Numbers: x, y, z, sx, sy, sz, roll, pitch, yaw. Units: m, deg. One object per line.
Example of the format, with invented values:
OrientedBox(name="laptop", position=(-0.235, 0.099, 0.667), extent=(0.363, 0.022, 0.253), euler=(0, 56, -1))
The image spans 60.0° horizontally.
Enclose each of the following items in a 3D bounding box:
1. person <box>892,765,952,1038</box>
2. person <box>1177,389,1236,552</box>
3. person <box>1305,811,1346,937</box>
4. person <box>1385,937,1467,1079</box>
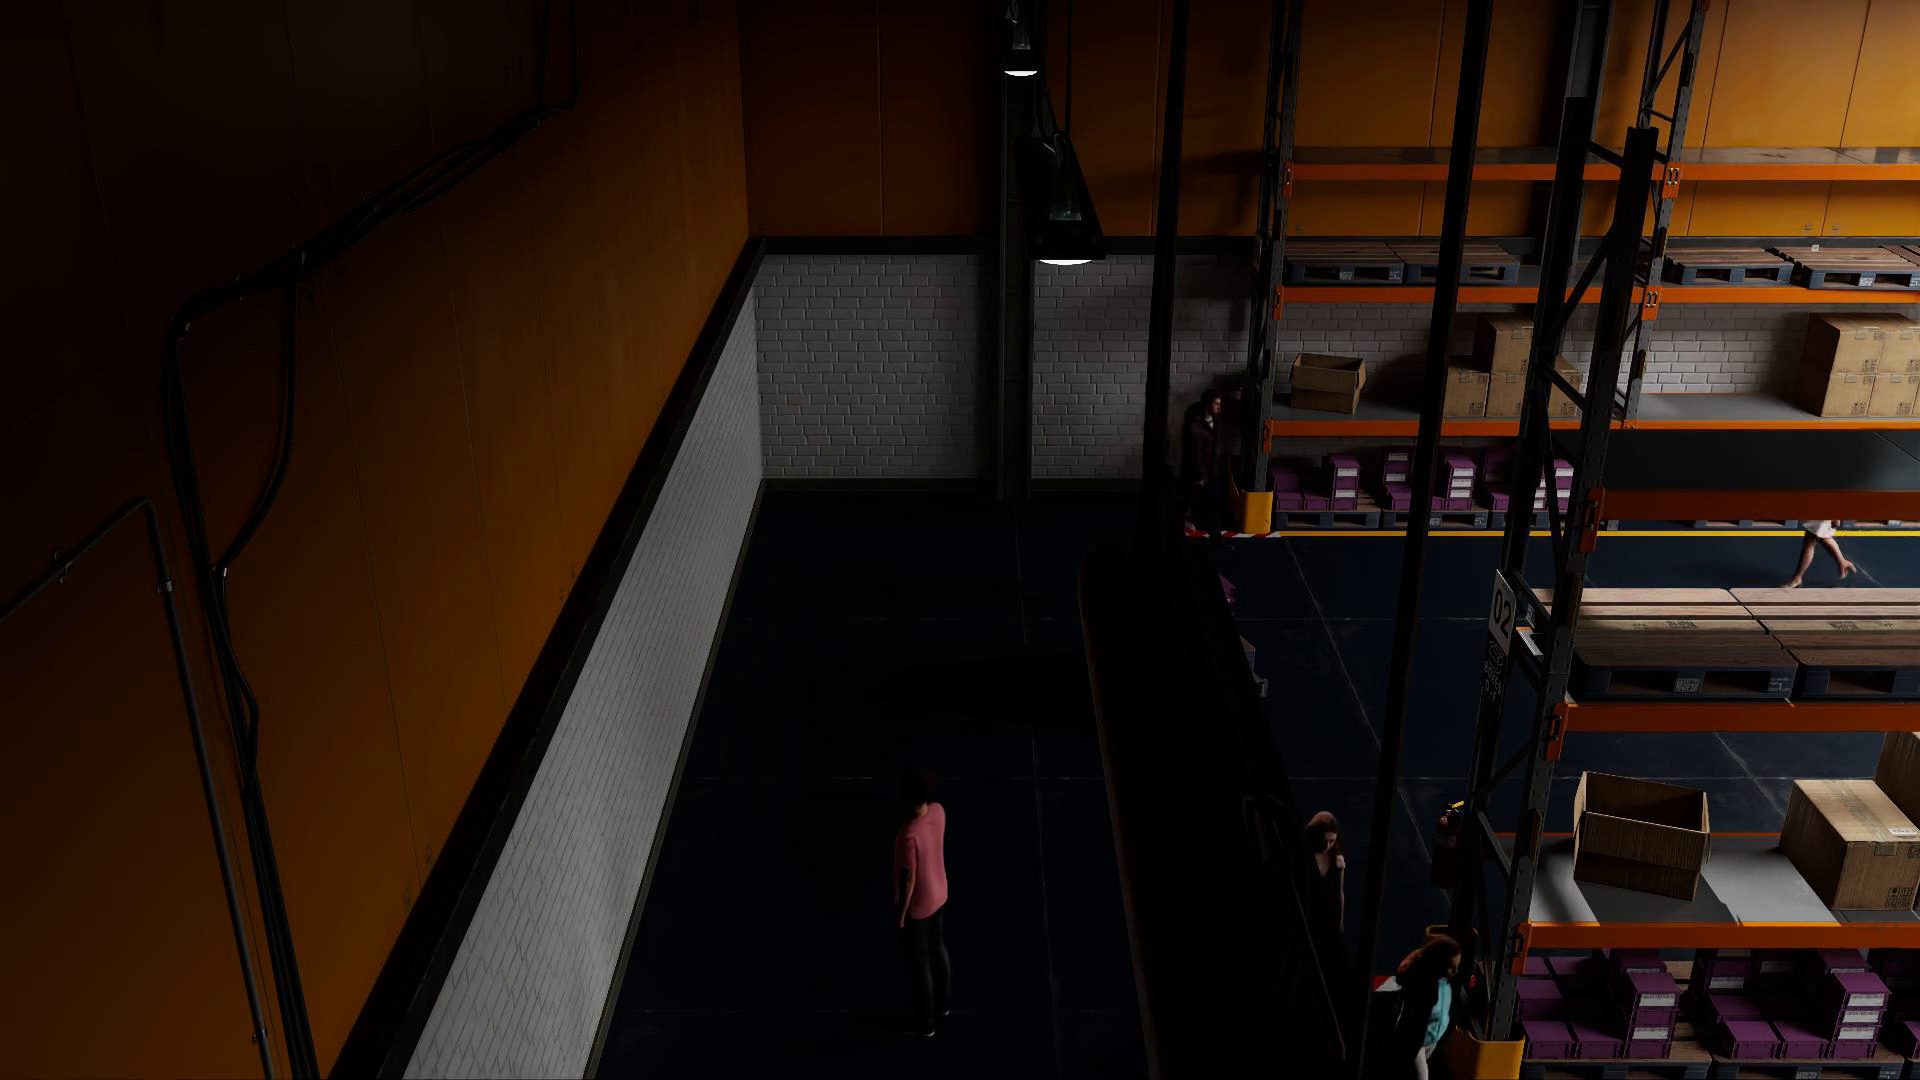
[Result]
OrientedBox(name="person", position=(-0.244, 2.317, 10.731), extent=(0.701, 1.957, 0.711), euler=(12, 26, 25))
OrientedBox(name="person", position=(2.510, -0.767, 17.968), extent=(1.087, 1.811, 1.145), euler=(-20, 31, -38))
OrientedBox(name="person", position=(2.218, 2.436, 10.785), extent=(1.045, 1.695, 0.852), euler=(-2, 24, -4))
OrientedBox(name="person", position=(2.689, 2.924, 9.954), extent=(0.972, 1.467, 0.957), euler=(-15, 28, -31))
